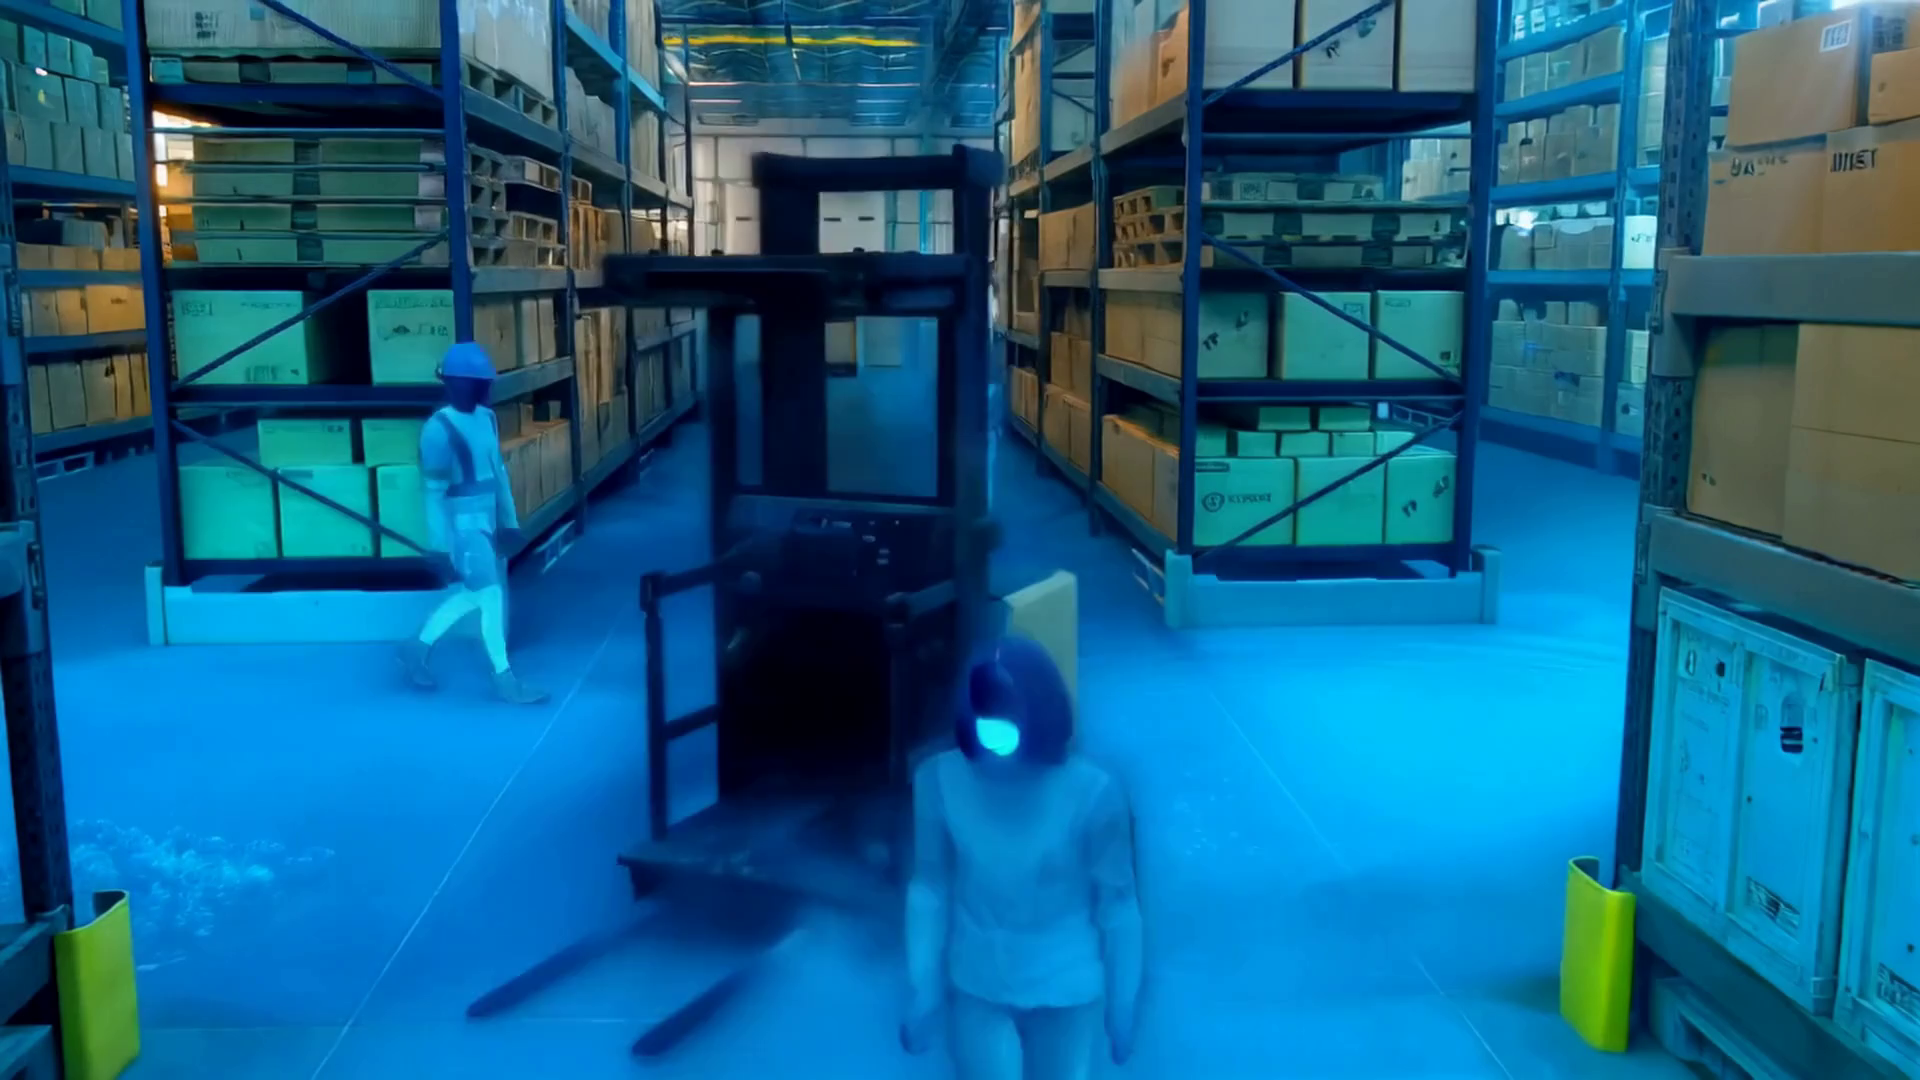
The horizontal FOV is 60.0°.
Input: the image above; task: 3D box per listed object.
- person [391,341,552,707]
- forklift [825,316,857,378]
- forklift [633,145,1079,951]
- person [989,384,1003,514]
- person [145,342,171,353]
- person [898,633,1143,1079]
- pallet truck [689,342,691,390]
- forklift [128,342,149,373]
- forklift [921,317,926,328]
[{"bbox_3d":[-2.748,-0.088,9.140,0.972,2.012,0.624,2,9,12],"label":"person"},{"bbox_3d":[-2.942,-5.145,38.138,1.129,2.768,1.873,-1,9,-4],"label":"forklift"},{"bbox_3d":[-0.313,-0.116,6.561,1.129,2.768,1.873,4,10,25],"label":"forklift"},{"bbox_3d":[0.150,-0.920,15.652,0.518,1.589,0.879,-1,9,-7],"label":"person"},{"bbox_3d":[-23.999,-6.433,49.413,0.589,1.869,0.982,6,11,34],"label":"person"},{"bbox_3d":[0.132,0.992,3.554,0.506,1.623,0.356,5,10,28],"label":"person"},{"bbox_3d":[-5.225,-3.008,27.480,1.885,1.965,0.823,2,9,14],"label":"pallet truck"},{"bbox_3d":[-15.639,-3.901,30.326,1.129,2.768,1.873,-1,9,-4],"label":"forklift"},{"bbox_3d":[-1.780,-8.547,59.499,1.129,2.768,1.873,-1,9,-4],"label":"forklift"}]
